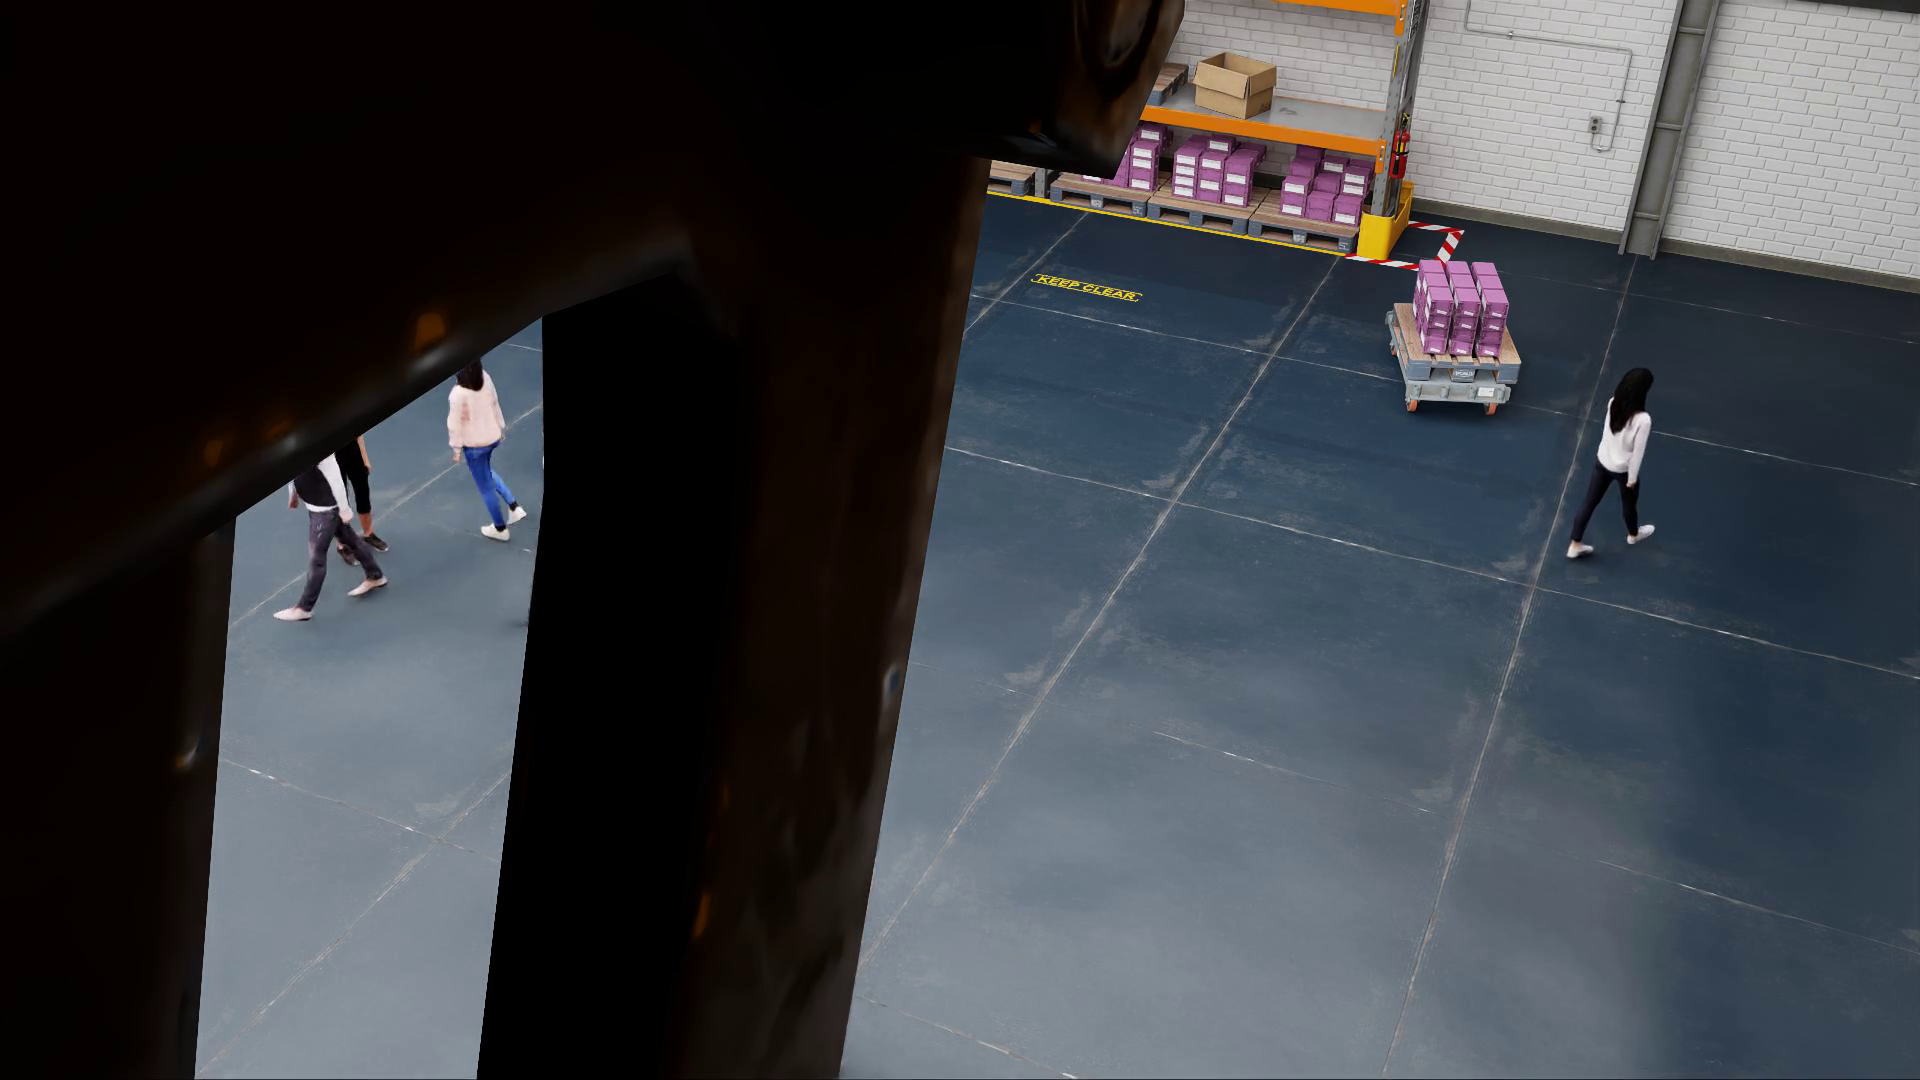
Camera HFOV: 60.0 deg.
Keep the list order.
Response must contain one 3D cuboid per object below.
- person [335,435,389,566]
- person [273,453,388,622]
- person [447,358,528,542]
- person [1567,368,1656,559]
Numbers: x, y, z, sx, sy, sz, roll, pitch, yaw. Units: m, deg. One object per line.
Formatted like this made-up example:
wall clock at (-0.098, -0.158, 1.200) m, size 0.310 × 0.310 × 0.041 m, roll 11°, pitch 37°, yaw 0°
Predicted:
person at (-4.882, -0.610, 13.130) m, size 0.602 × 1.720 × 0.608 m, roll 24°, pitch 41°, yaw 32°
person at (-4.715, -0.278, 12.575) m, size 1.082 × 1.782 × 1.206 m, roll -26°, pitch 42°, yaw -34°
person at (-3.767, -0.758, 13.318) m, size 0.681 × 1.759 × 0.656 m, roll 13°, pitch 36°, yaw 19°
person at (5.102, -0.569, 13.115) m, size 1.076 × 1.668 × 1.057 m, roll -14°, pitch 36°, yaw -21°
